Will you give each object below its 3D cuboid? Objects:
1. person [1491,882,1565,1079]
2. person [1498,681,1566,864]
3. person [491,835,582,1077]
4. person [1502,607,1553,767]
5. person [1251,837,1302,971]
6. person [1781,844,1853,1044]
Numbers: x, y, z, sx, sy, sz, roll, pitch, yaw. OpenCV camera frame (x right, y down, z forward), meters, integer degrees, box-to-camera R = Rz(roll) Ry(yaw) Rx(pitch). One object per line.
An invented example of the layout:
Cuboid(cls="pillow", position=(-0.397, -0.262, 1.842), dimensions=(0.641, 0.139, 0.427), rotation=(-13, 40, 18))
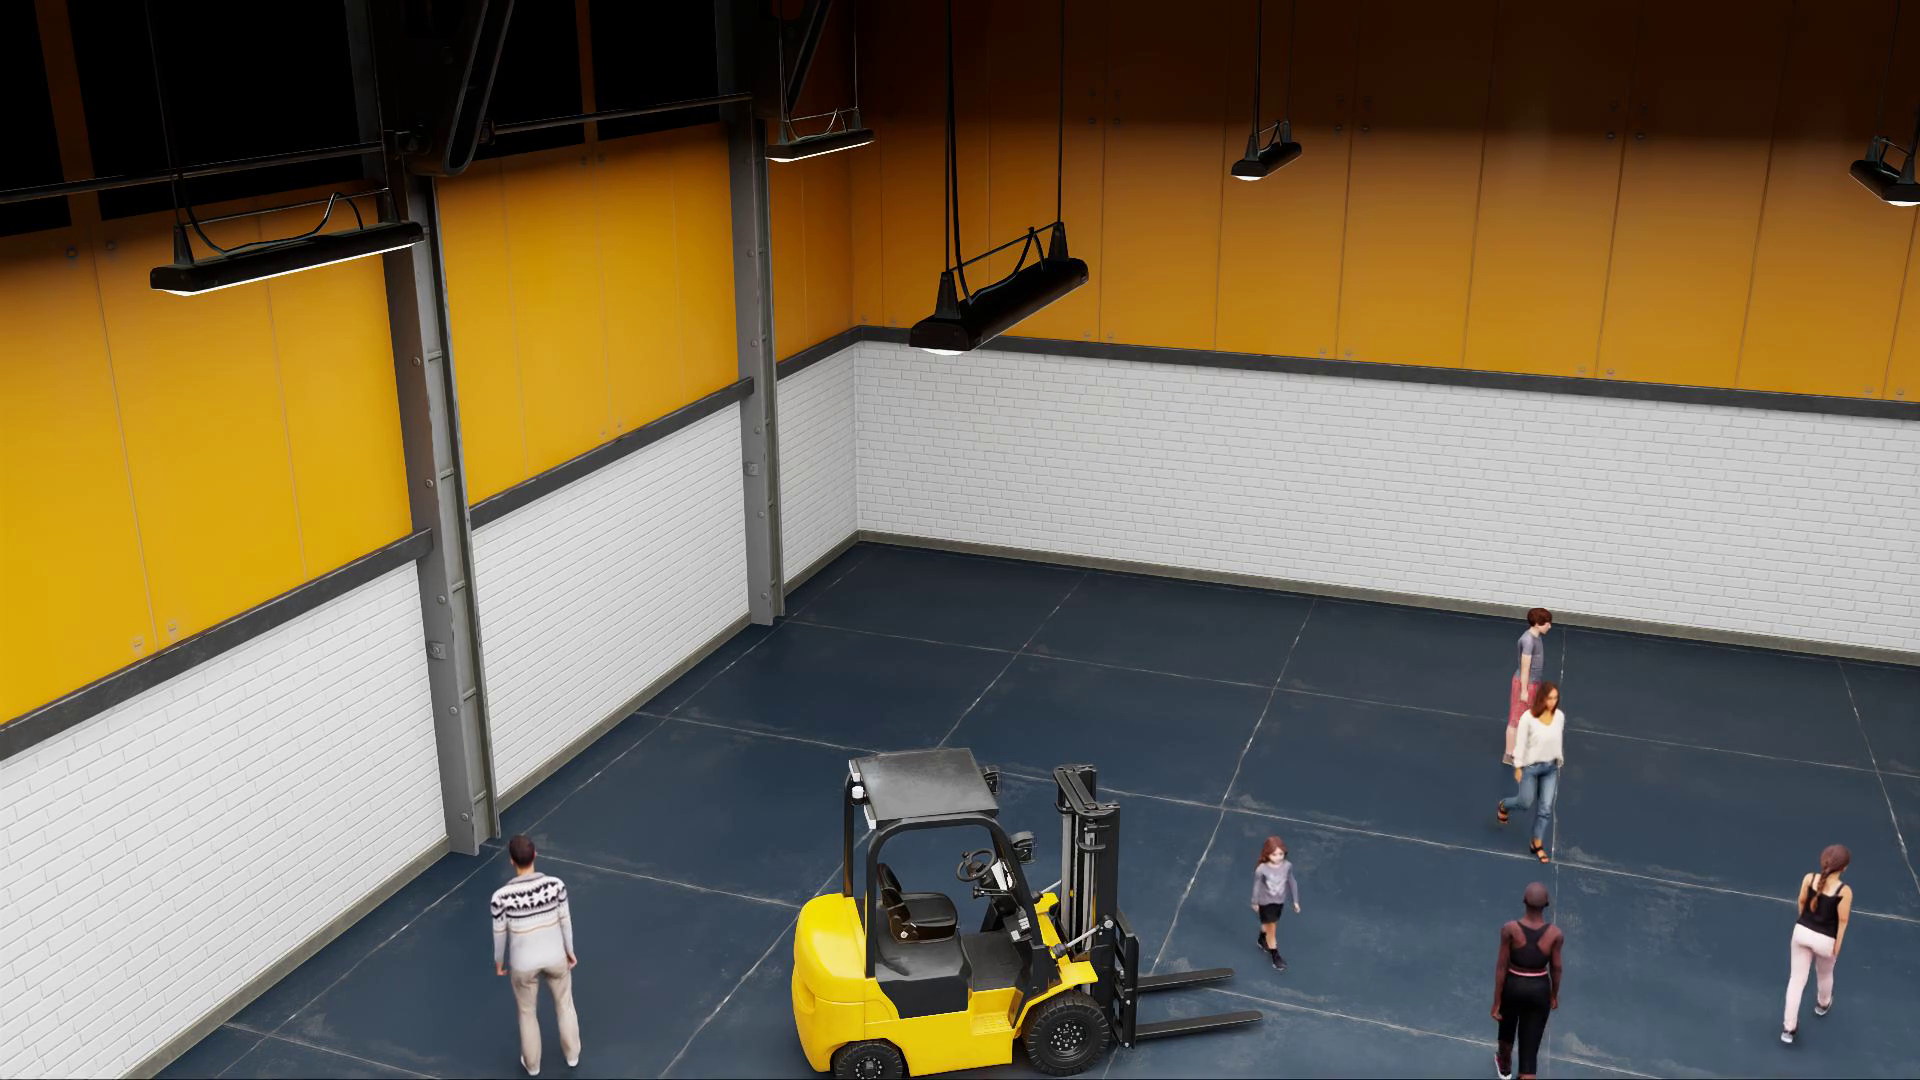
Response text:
Cuboid(cls="person", position=(3.839, 3.183, 11.283), dimensions=(0.674, 1.711, 1.194), rotation=(5, 19, 14))
Cuboid(cls="person", position=(5.107, 2.009, 14.844), dimensions=(0.899, 1.661, 1.030), rotation=(-4, 19, -12))
Cuboid(cls="person", position=(-2.984, 2.957, 11.729), dimensions=(0.810, 1.854, 0.859), rotation=(-7, 20, -21))
Cuboid(cls="person", position=(5.625, 1.439, 16.557), dimensions=(0.675, 1.649, 0.533), rotation=(11, 22, 30))
Cuboid(cls="person", position=(2.467, 2.836, 13.300), dimensions=(0.716, 1.081, 0.782), rotation=(-9, 20, -24))
Cuboid(cls="person", position=(6.250, 2.976, 12.201), dimensions=(0.735, 1.517, 1.060), rotation=(14, 23, 37))
